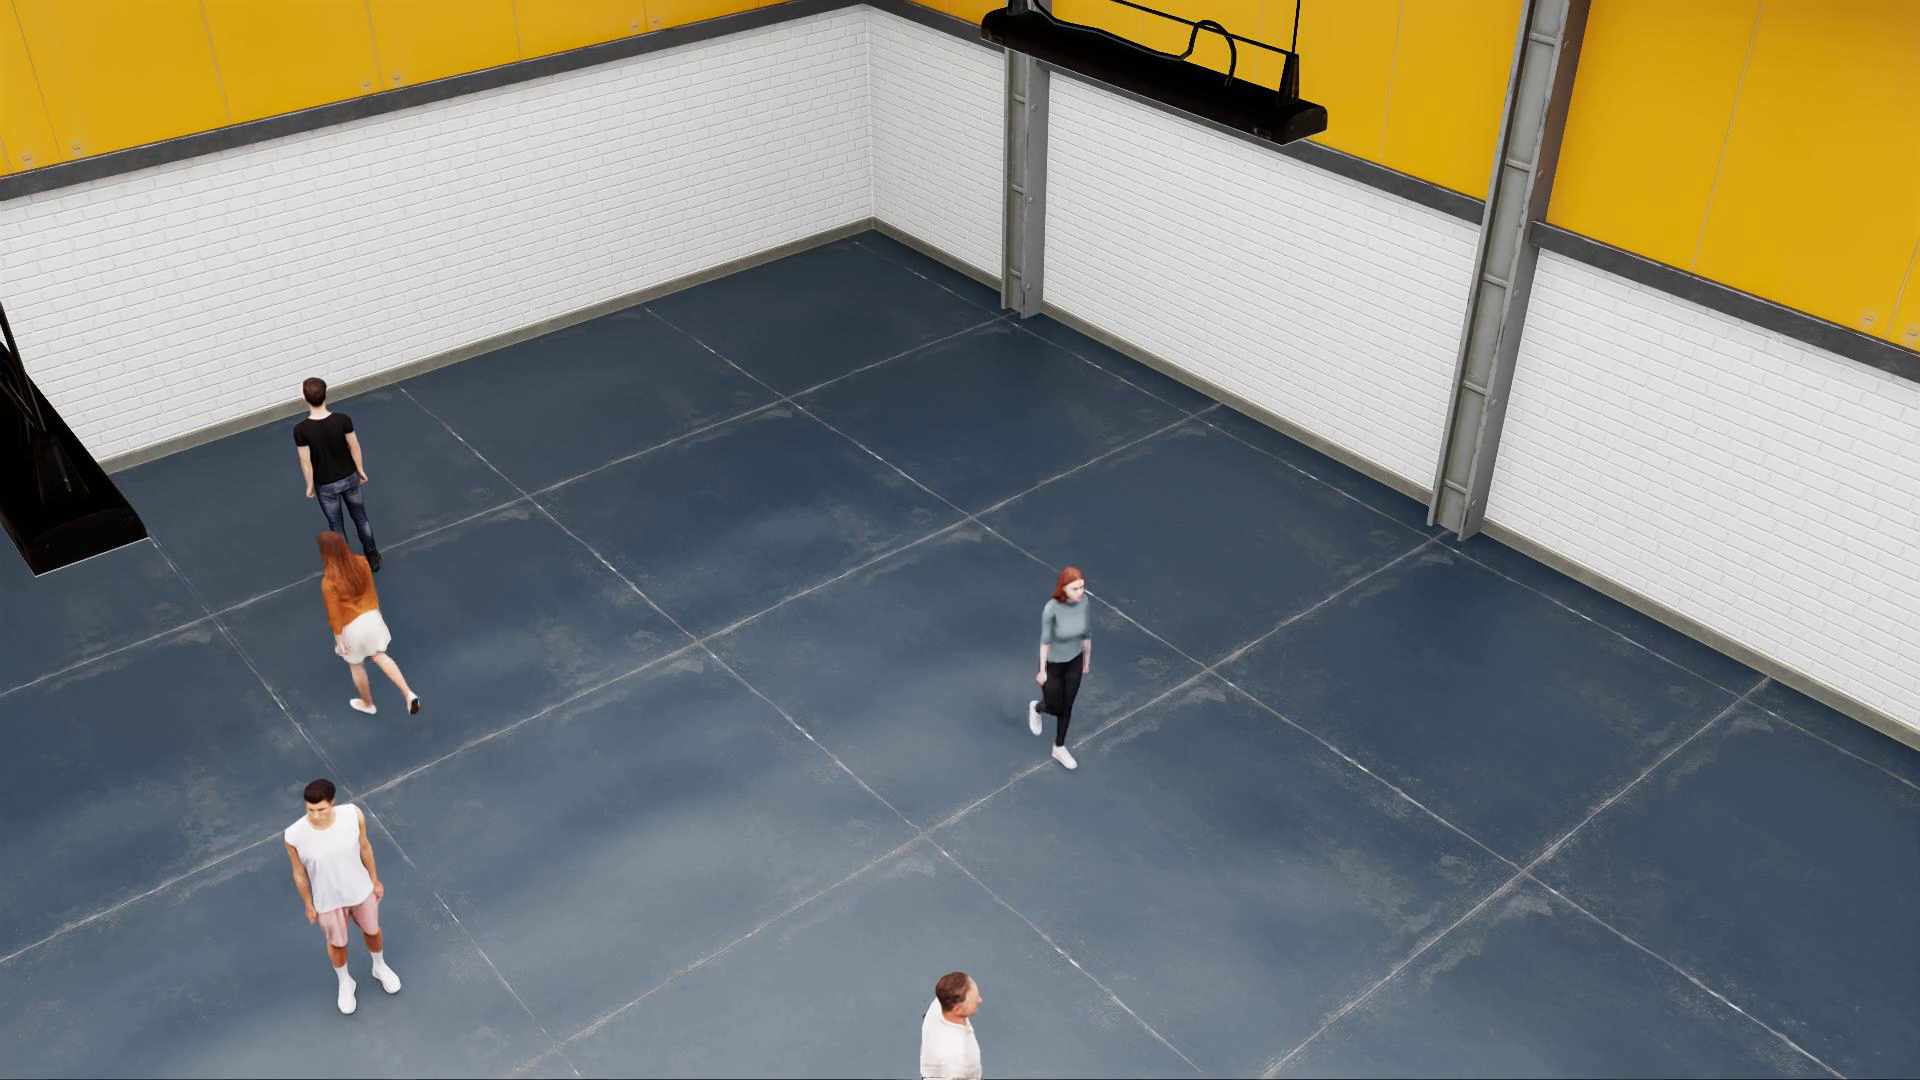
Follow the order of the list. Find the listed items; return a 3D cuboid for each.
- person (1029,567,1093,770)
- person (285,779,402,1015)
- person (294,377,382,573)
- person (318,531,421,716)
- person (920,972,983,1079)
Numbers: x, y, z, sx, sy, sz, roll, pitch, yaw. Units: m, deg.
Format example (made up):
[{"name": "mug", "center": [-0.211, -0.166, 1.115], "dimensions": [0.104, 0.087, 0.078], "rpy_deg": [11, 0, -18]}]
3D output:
[{"name": "person", "center": [0.708, 0.891, 12.294], "dimensions": [0.686, 1.733, 0.858], "rpy_deg": [-17, 37, -24]}, {"name": "person", "center": [-3.844, 2.156, 10.344], "dimensions": [0.665, 1.785, 0.620], "rpy_deg": [-19, 38, -26]}, {"name": "person", "center": [-5.351, -0.522, 14.272], "dimensions": [0.693, 1.896, 0.610], "rpy_deg": [-20, 38, -27]}, {"name": "person", "center": [-4.503, 0.677, 12.643], "dimensions": [0.986, 1.704, 0.765], "rpy_deg": [20, 39, 28]}, {"name": "person", "center": [-0.137, 3.013, 9.005], "dimensions": [0.894, 1.841, 0.834], "rpy_deg": [-4, 34, -6]}]
